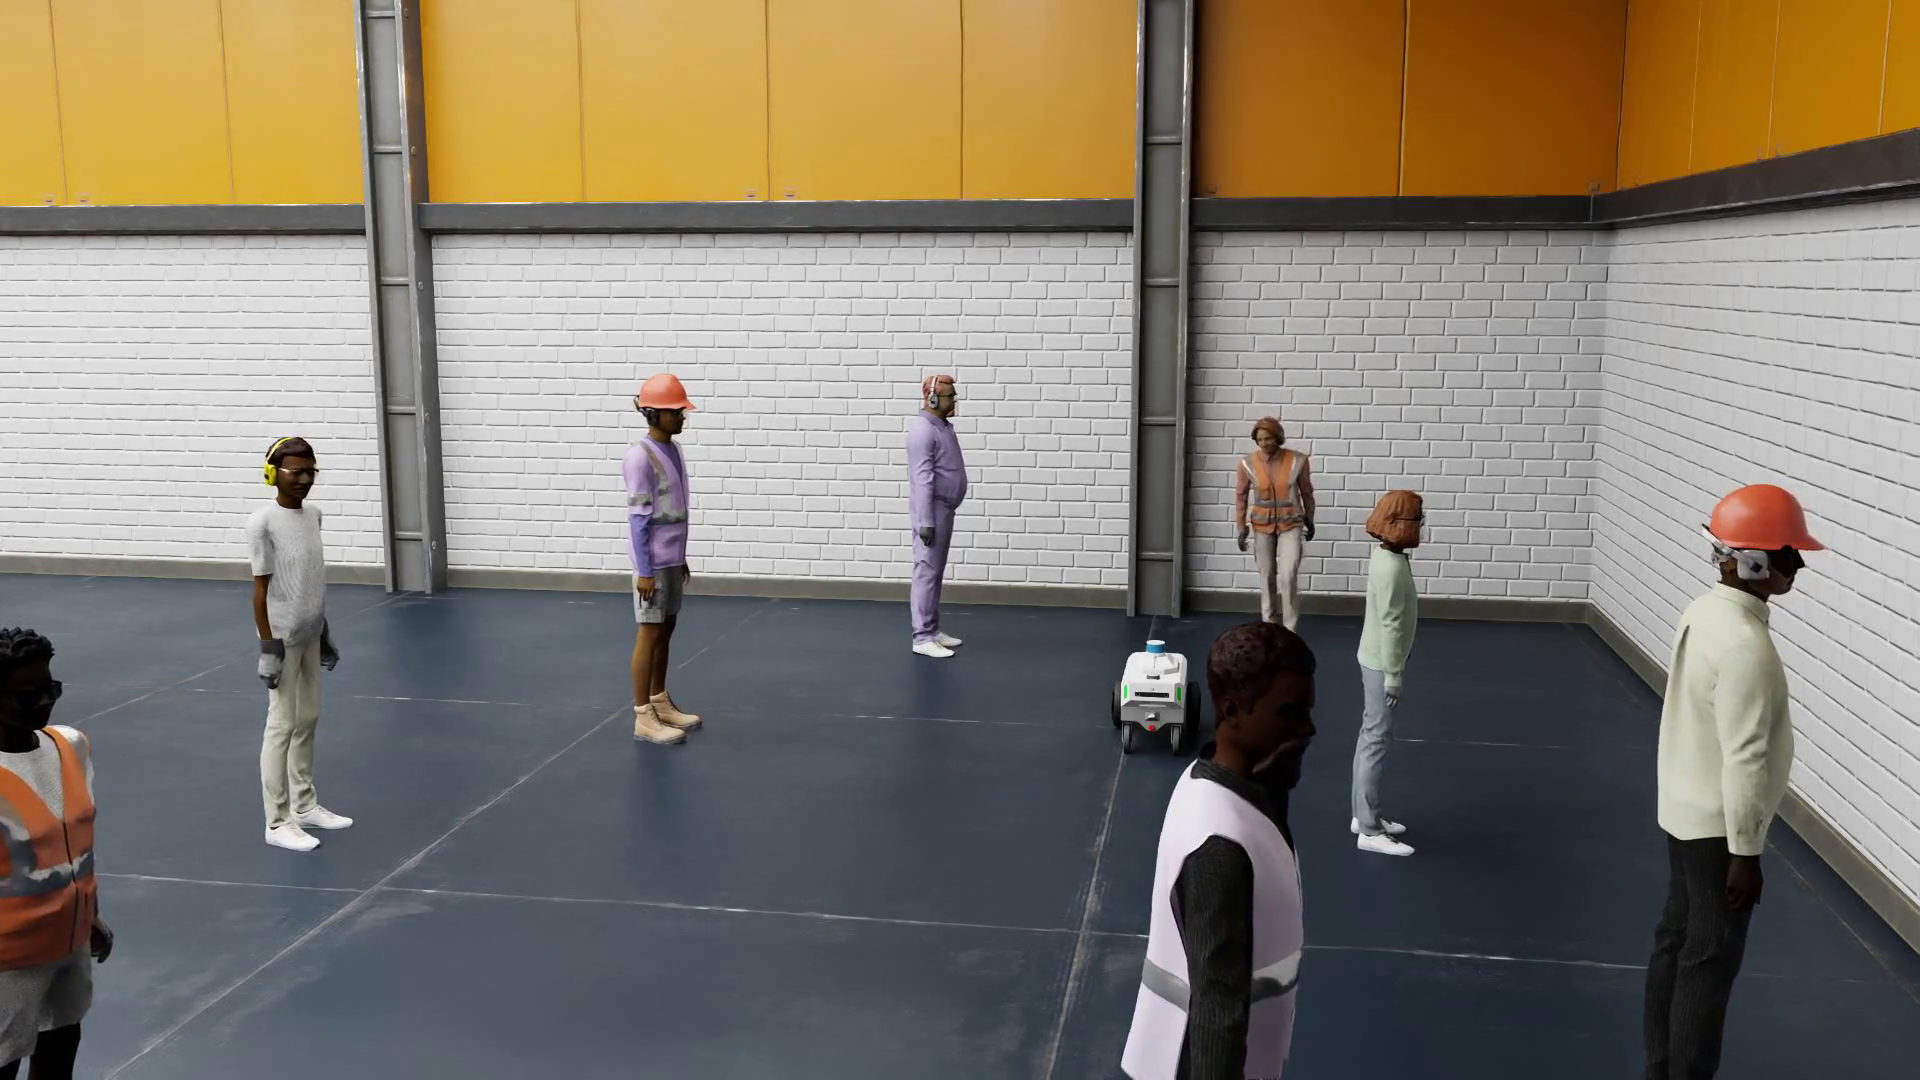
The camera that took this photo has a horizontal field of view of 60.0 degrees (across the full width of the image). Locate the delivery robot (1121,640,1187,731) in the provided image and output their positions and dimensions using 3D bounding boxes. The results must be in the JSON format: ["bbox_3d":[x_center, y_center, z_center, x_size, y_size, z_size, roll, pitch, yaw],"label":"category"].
[{"bbox_3d":[1.079,0.799,9.203,0.477,0.478,0.707,1,9,9],"label":"delivery robot"}]

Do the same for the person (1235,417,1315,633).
[{"bbox_3d":[2.198,-0.066,11.606,0.535,1.590,0.647,3,10,16],"label":"person"}]

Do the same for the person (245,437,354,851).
[{"bbox_3d":[-3.011,0.458,7.568,0.327,1.865,0.514,2,9,11],"label":"person"}]

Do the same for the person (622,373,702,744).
[{"bbox_3d":[-1.637,0.097,9.246,0.397,2.043,0.610,2,9,11],"label":"person"}]

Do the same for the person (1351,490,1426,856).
[{"bbox_3d":[1.935,0.583,7.505,0.279,1.632,0.502,2,9,11],"label":"person"}]

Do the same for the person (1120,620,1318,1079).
[{"bbox_3d":[0.533,1.104,3.426,0.391,1.916,0.590,2,9,11],"label":"person"}]

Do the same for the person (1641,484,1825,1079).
[{"bbox_3d":[2.266,0.823,4.913,0.395,1.994,0.613,2,9,11],"label":"person"}]

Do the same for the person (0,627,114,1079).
[{"bbox_3d":[-2.444,1.060,4.367,0.321,1.695,0.537,2,9,11],"label":"person"}]

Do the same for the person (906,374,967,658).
[{"bbox_3d":[-0.147,-0.171,11.320,0.399,1.908,0.643,2,9,11],"label":"person"}]
